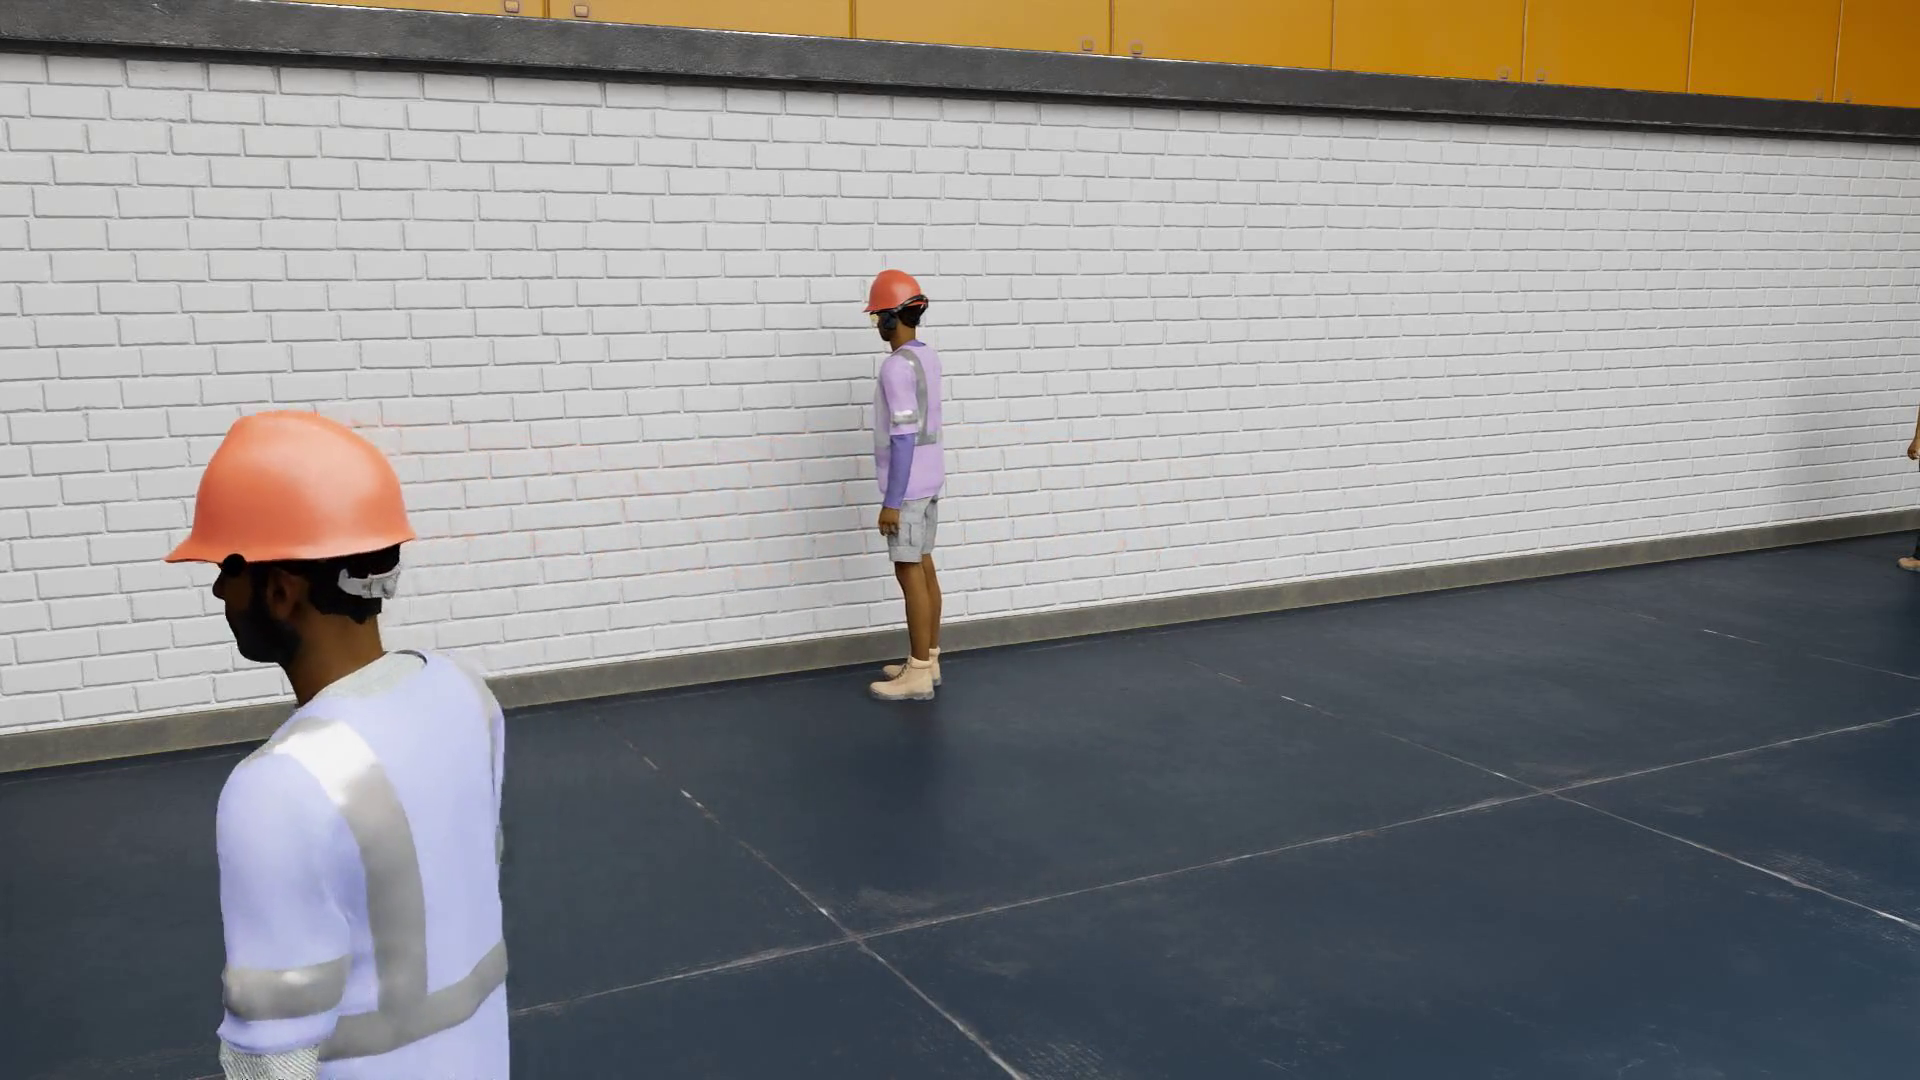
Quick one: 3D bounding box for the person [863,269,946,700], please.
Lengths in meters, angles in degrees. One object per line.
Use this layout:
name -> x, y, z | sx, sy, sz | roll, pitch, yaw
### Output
person -> -0.275, -0.255, 7.911 | 0.395, 2.040, 0.609 | 2, 10, 13

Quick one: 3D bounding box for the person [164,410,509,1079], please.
person -> -0.809, 0.791, 2.214 | 0.400, 1.926, 0.566 | 1, 10, 6

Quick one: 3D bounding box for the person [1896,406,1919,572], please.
person -> 6.532, -0.694, 11.000 | 0.514, 1.846, 0.337 | -2, 10, -10
